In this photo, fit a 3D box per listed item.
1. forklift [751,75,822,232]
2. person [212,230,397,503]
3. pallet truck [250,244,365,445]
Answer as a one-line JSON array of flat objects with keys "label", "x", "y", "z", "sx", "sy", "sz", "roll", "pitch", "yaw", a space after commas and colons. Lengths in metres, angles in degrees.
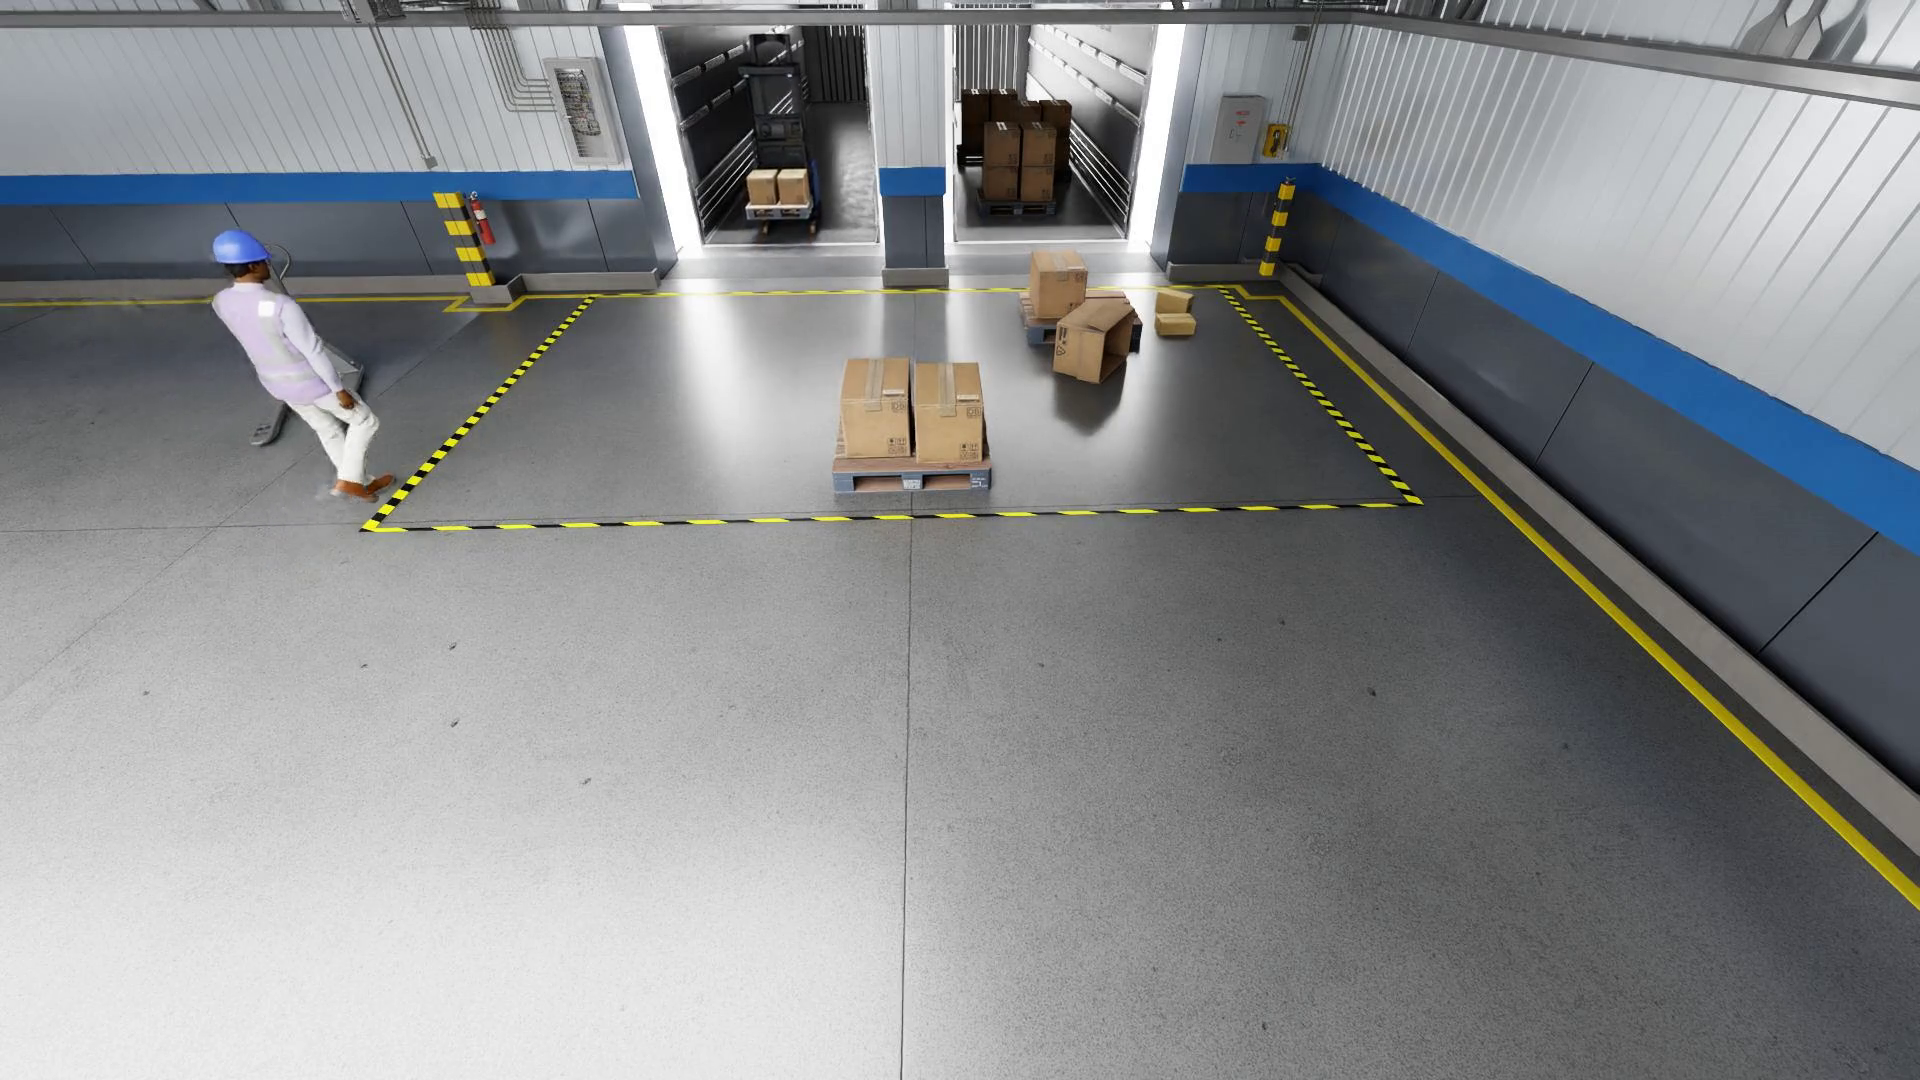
[{"label": "forklift", "x": -2.569, "y": -5.869, "z": 10.935, "sx": 0.716, "sy": 2.013, "sz": 0.776, "roll": -2, "pitch": 39, "yaw": -2}, {"label": "person", "x": -4.446, "y": -1.048, "z": 4.951, "sx": 0.642, "sy": 1.924, "sz": 0.558, "roll": 6, "pitch": 39, "yaw": 7}, {"label": "pallet truck", "x": -5.915, "y": -1.733, "z": 6.366, "sx": 0.680, "sy": 1.201, "sz": 1.601, "roll": -18, "pitch": 42, "yaw": -21}]
